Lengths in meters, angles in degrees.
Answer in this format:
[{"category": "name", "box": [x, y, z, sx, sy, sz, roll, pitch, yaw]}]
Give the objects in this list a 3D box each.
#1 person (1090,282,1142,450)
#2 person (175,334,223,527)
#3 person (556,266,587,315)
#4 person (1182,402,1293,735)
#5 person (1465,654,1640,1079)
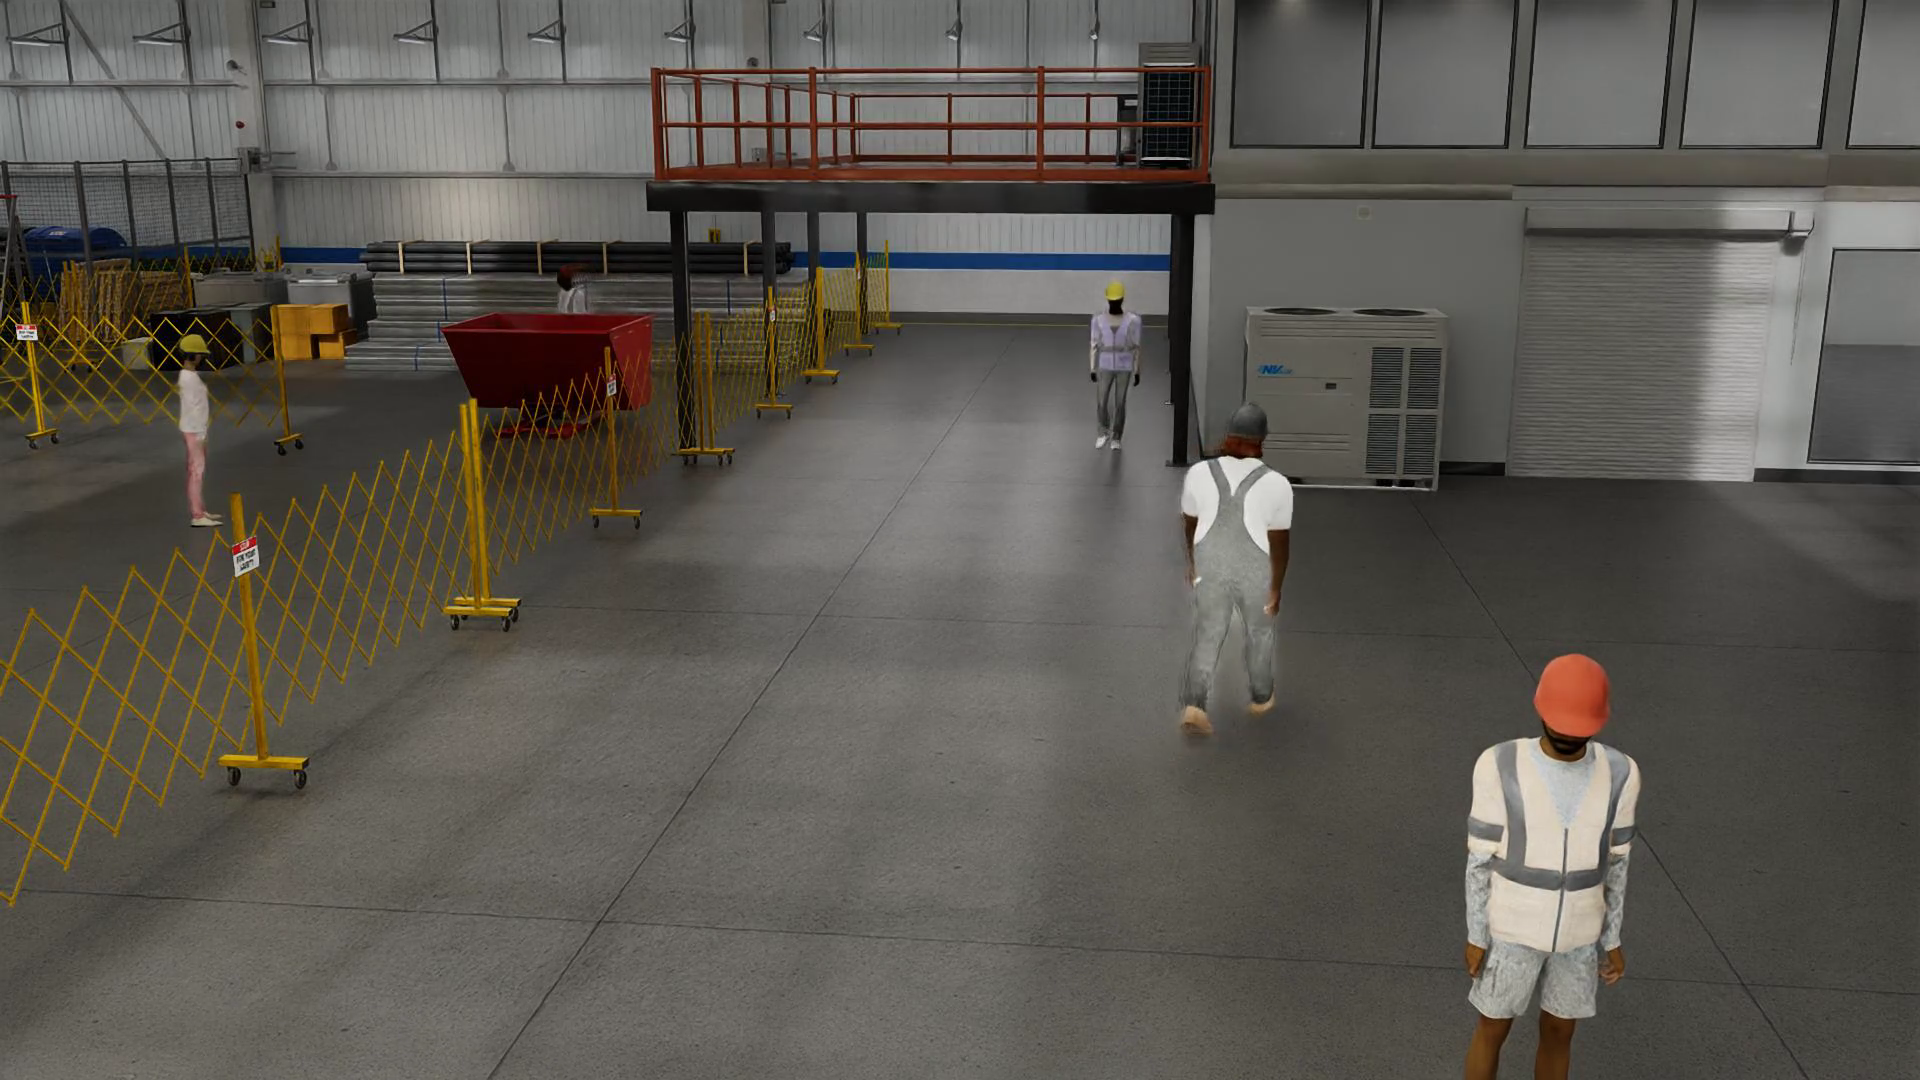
[{"category": "person", "box": [1.755, -1.957, 18.813, 0.597, 1.908, 0.500, 3, 14, 12]}, {"category": "person", "box": [-6.963, -0.998, 15.210, 0.333, 1.761, 0.526, -7, 15, -26]}, {"category": "person", "box": [-5.163, -2.716, 22.102, 1.000, 1.824, 0.596, -10, 17, -36]}, {"category": "person", "box": [1.640, 0.149, 9.930, 0.683, 2.000, 0.972, 6, 15, 25]}, {"category": "person", "box": [1.944, 1.289, 5.508, 0.543, 1.927, 0.384, 0, 14, 2]}]
